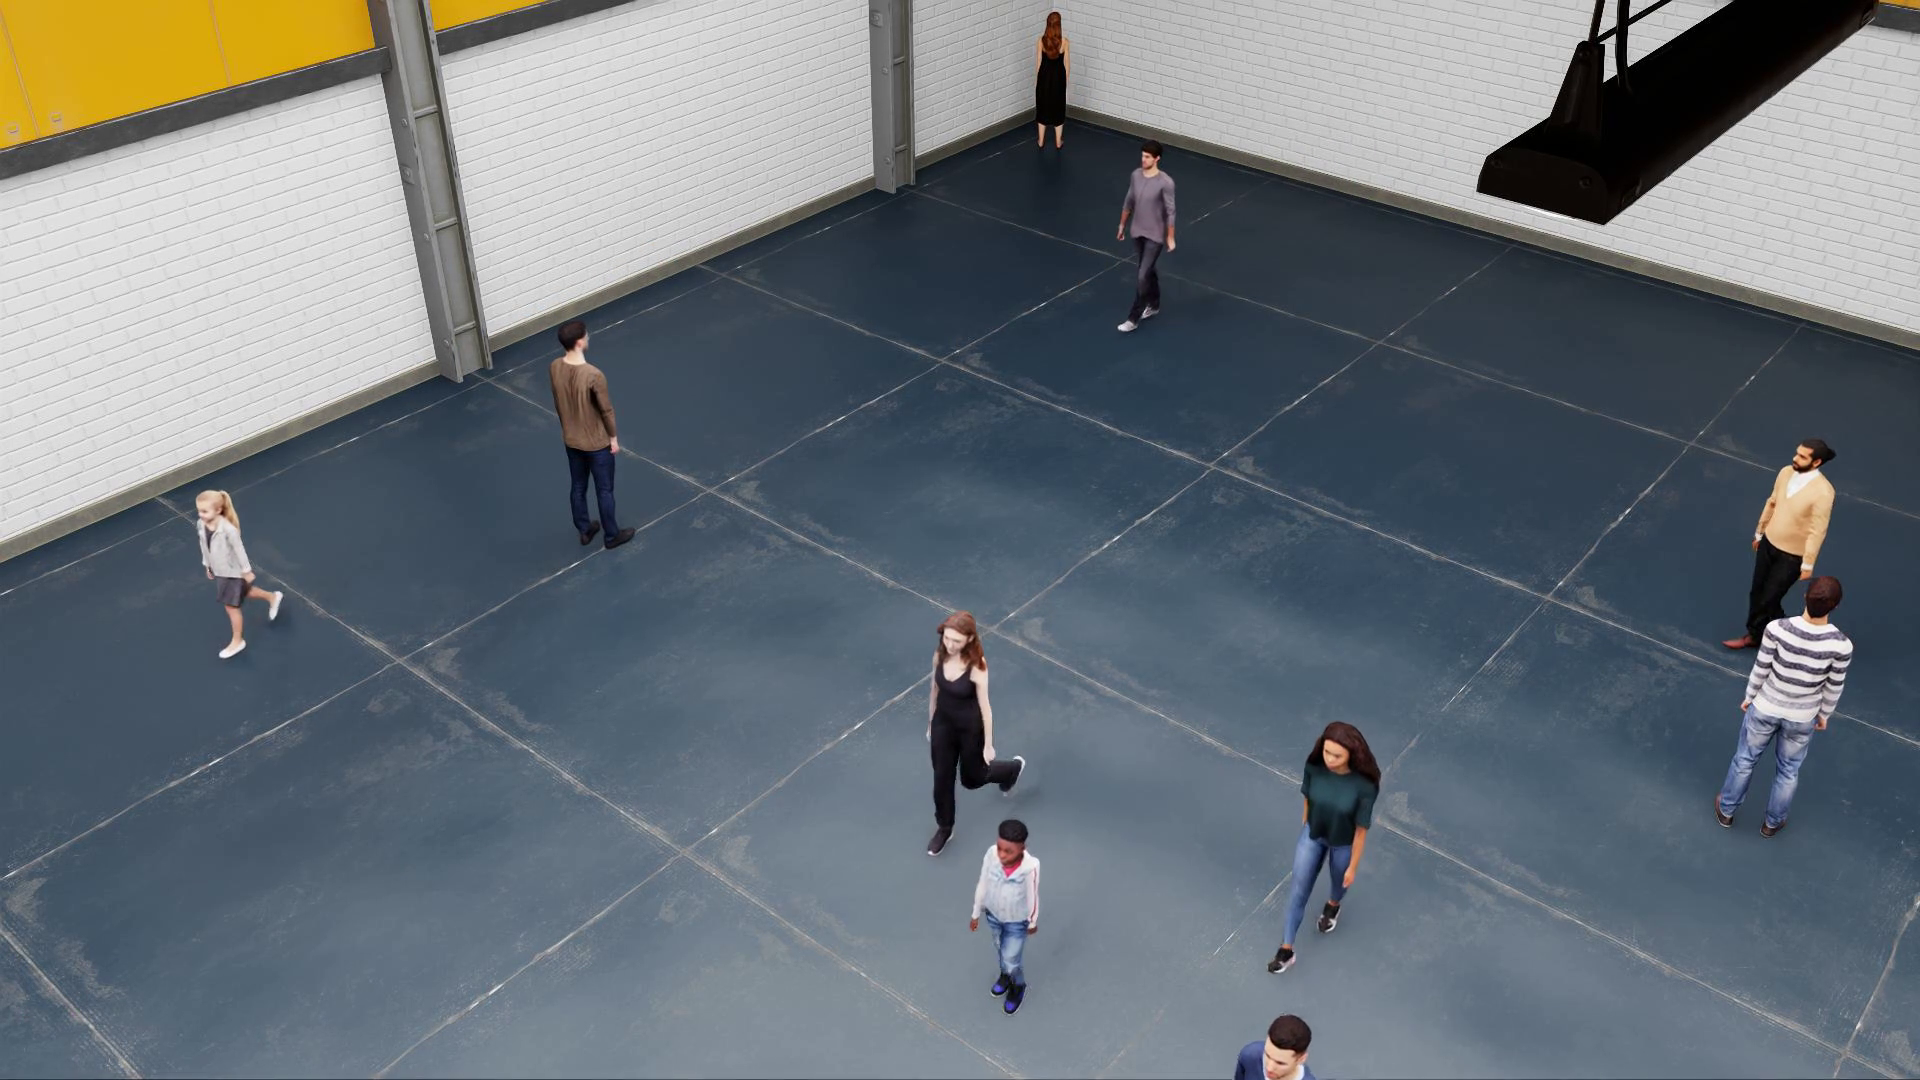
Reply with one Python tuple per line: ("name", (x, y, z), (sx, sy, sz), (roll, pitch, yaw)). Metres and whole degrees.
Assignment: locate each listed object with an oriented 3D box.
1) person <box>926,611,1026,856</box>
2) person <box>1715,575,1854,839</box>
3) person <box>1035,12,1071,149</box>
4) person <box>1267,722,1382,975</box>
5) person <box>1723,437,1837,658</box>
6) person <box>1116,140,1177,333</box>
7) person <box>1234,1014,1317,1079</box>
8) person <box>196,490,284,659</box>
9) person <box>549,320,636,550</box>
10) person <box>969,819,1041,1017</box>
("person", (0.082, 1.082, 9.981), (0.687, 1.713, 1.050), (23, 40, 31))
("person", (4.952, 1.000, 9.976), (0.695, 1.854, 0.612), (16, 37, 22))
("person", (1.100, -5.535, 20.017), (0.668, 1.623, 0.717), (1, 34, 2))
("person", (2.113, 1.624, 9.282), (0.677, 1.584, 1.026), (19, 38, 26))
("person", (5.770, 0.066, 11.482), (0.850, 1.743, 0.809), (-7, 34, -10))
("person", (1.874, -2.957, 15.951), (0.993, 1.829, 0.813), (-25, 41, -32))
("person", (1.441, 2.716, 7.413), (0.617, 1.833, 0.700), (26, 41, 33))
("person", (-5.117, 0.167, 11.773), (0.610, 1.252, 0.919), (18, 38, 25))
("person", (-2.838, -0.792, 12.644), (0.708, 1.886, 0.655), (13, 36, 19))
("person", (0.299, 1.976, 9.054), (0.494, 1.250, 0.548), (21, 39, 29))
